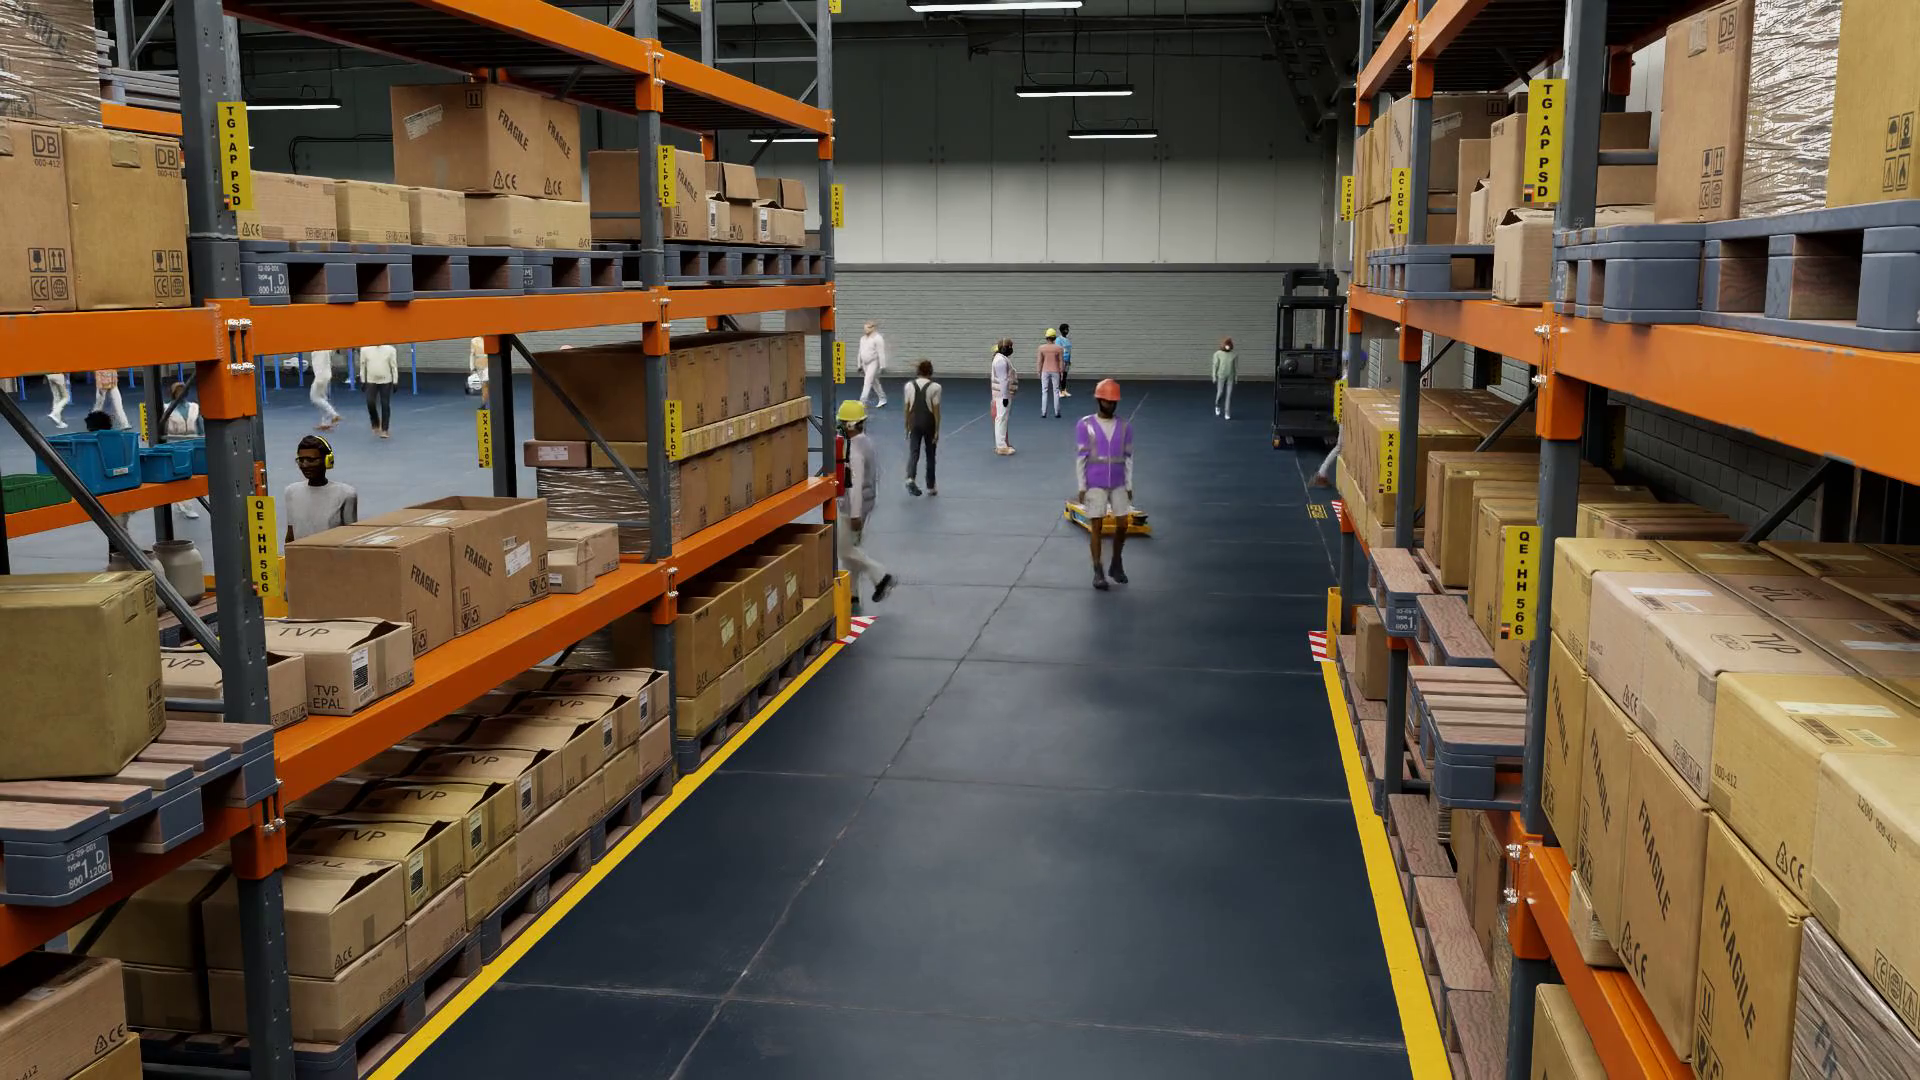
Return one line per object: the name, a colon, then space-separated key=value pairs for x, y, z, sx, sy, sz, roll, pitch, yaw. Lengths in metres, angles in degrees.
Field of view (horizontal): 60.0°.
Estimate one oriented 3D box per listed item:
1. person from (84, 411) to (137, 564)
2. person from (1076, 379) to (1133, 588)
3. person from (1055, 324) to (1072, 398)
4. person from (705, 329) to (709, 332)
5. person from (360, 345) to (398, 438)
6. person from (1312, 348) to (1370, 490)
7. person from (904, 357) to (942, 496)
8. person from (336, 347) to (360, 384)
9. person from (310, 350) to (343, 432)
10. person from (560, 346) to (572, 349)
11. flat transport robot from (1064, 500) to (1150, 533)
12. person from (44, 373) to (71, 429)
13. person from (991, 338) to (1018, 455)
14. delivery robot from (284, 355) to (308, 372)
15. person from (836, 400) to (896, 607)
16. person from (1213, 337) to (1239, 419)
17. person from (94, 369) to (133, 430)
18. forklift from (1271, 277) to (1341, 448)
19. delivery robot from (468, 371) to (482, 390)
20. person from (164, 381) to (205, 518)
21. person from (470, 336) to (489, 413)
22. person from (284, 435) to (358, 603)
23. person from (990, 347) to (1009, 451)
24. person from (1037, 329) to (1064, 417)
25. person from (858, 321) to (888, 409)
person: x=-7.698 y=-0.328 z=15.021 sx=0.625 sy=1.655 sz=0.551 roll=2 pitch=9 yaw=11
person: x=1.349 y=-0.528 z=15.404 sx=0.561 sy=1.934 sz=0.402 roll=-2 pitch=9 yaw=-13
person: x=2.397 y=-4.157 z=38.508 sx=0.318 sy=1.699 sz=0.535 roll=6 pitch=11 yaw=34
person: x=-5.132 y=-3.477 z=34.221 sx=0.493 sy=1.733 sz=0.360 roll=-2 pitch=9 yaw=-11
person: x=-10.168 y=-2.771 z=29.093 sx=0.651 sy=1.975 sz=0.548 roll=-2 pitch=9 yaw=-11
person: x=5.198 y=-1.607 z=22.141 sx=0.938 sy=1.914 sz=0.613 roll=5 pitch=10 yaw=26
person: x=-0.509 y=-1.449 z=21.497 sx=0.515 sy=1.809 sz=0.837 roll=2 pitch=9 yaw=11
person: x=-15.929 y=-5.028 z=43.260 sx=0.530 sy=1.894 sz=0.730 roll=4 pitch=10 yaw=21
person: x=-11.601 y=-2.925 z=30.211 sx=0.473 sy=1.923 sz=0.644 roll=-3 pitch=10 yaw=-21
person: x=-5.157 y=-1.614 z=22.119 sx=0.374 sy=1.928 sz=0.542 roll=2 pitch=9 yaw=12
flat transport robot: x=1.671 y=-0.281 z=19.122 sx=0.652 sy=0.197 sz=1.431 roll=-2 pitch=9 yaw=-10
person: x=-16.743 y=-2.981 z=30.777 sx=0.538 sy=1.851 sz=0.462 roll=1 pitch=9 yaw=9
person: x=0.718 y=-2.307 z=26.658 sx=0.429 sy=1.842 sz=0.634 roll=0 pitch=9 yaw=-3
delivery robot: x=-18.673 y=-4.952 z=46.772 sx=0.707 sy=0.478 sz=0.477 roll=6 pitch=11 yaw=33
person: x=-0.872 y=-0.307 z=14.400 sx=0.536 sy=1.817 sz=0.597 roll=1 pitch=9 yaw=7
person: x=5.260 y=-3.208 z=32.902 sx=0.500 sy=1.620 sz=0.392 roll=-1 pitch=9 yaw=-5
person: x=-15.584 y=-2.793 z=30.407 sx=0.889 sy=1.590 sz=0.526 roll=4 pitch=10 yaw=22
forklift: x=5.847 y=-3.016 z=27.970 sx=1.129 sy=2.768 sz=1.873 roll=1 pitch=9 yaw=9
delivery robot: x=-11.456 y=-3.754 z=39.380 sx=0.477 sy=0.478 sz=0.707 roll=-3 pitch=10 yaw=-20
person: x=-9.300 y=-1.096 z=19.887 sx=0.709 sy=1.618 sz=0.521 roll=9 pitch=13 yaw=42
person: x=-9.891 y=-3.631 z=34.664 sx=0.552 sy=1.911 sz=0.942 roll=2 pitch=9 yaw=13
person: x=-4.144 y=0.250 z=10.798 sx=0.521 sy=1.874 sz=0.327 roll=0 pitch=9 yaw=3
person: x=0.693 y=-2.325 z=27.139 sx=0.466 sy=1.721 sz=0.653 roll=6 pitch=11 yaw=32
person: x=1.813 y=-3.336 z=33.234 sx=0.534 sy=1.767 sz=0.315 roll=1 pitch=9 yaw=5
person: x=-1.894 y=-3.713 z=35.312 sx=1.021 sy=1.863 sz=0.654 roll=-8 pitch=12 yaw=-40
